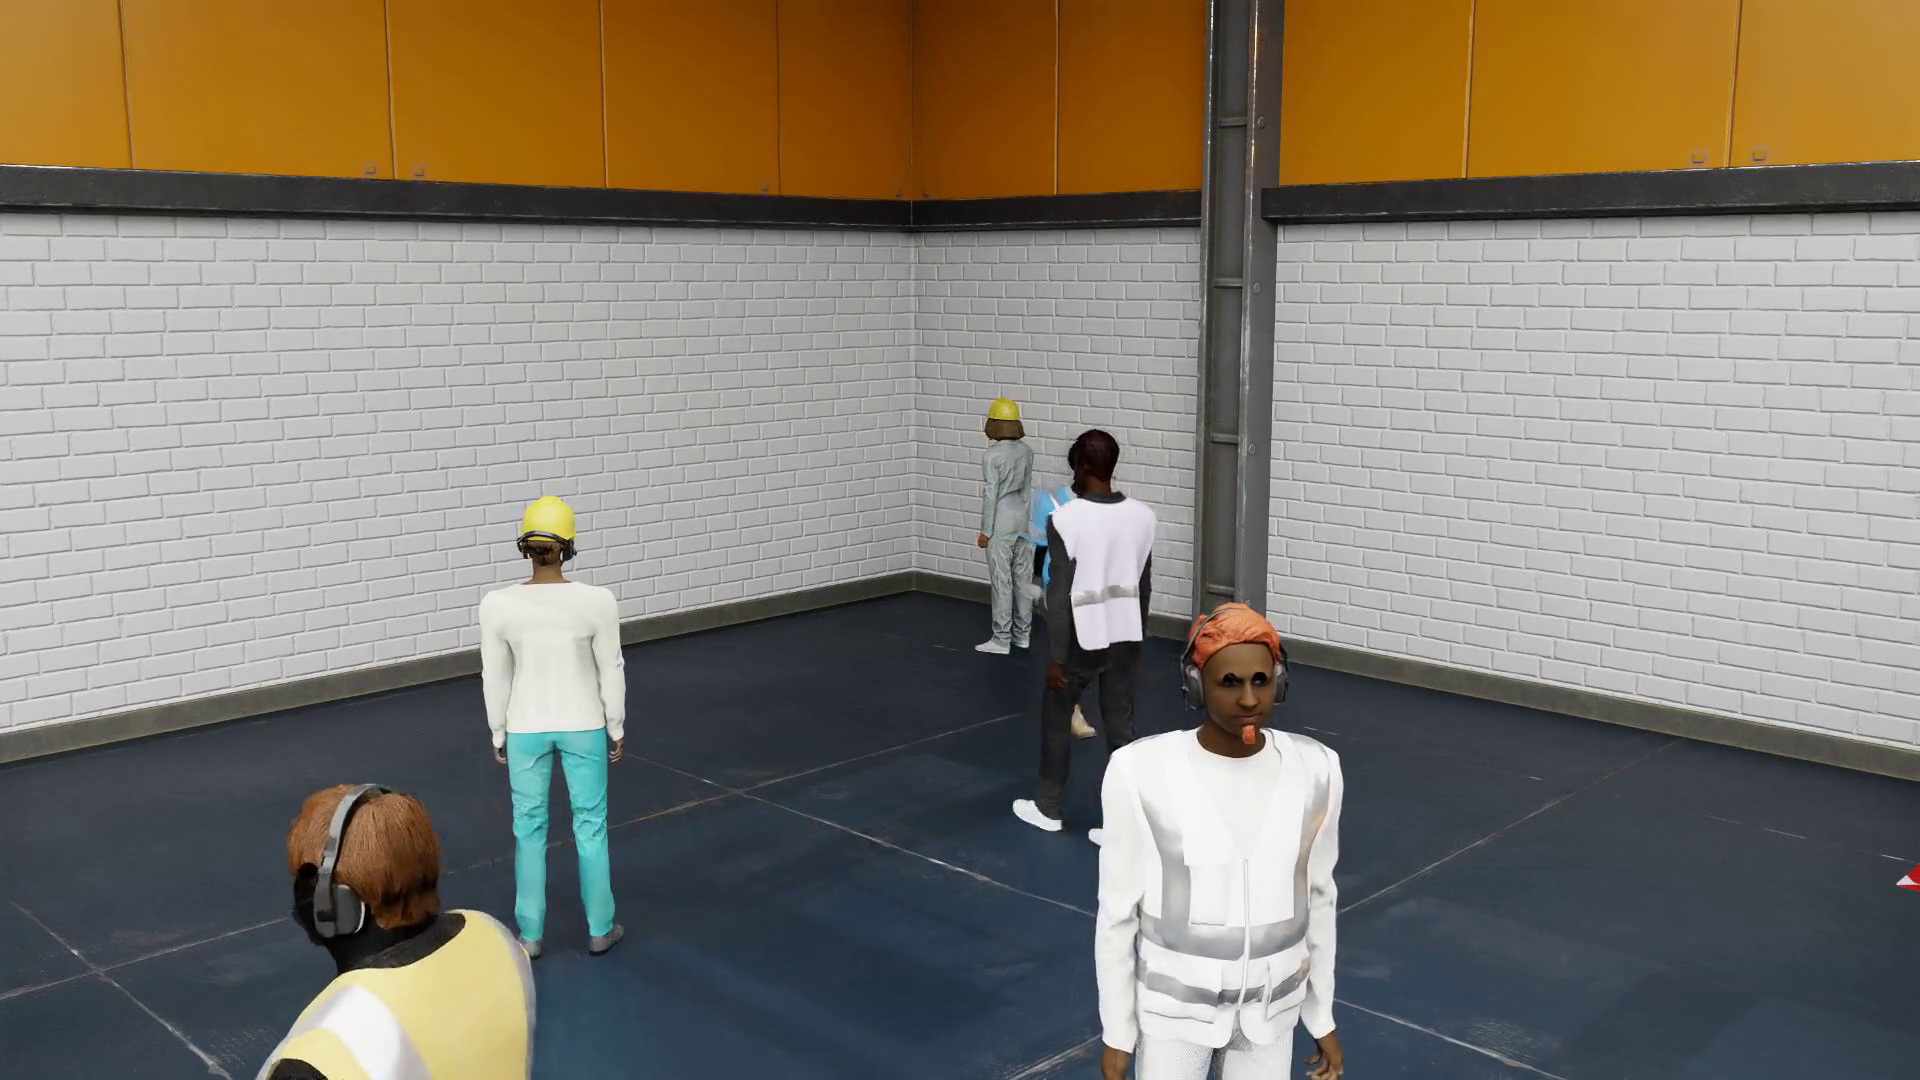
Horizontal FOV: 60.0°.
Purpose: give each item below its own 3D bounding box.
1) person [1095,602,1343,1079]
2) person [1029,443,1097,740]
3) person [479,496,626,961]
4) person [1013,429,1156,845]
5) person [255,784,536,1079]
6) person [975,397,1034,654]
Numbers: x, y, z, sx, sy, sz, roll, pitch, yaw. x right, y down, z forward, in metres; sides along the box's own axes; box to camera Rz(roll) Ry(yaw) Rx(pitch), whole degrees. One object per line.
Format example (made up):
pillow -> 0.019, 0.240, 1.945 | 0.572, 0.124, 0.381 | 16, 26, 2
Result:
person -> 0.581, 1.071, 3.731 | 0.572, 1.882, 0.354 | -2, 9, -12
person -> 0.704, 0.272, 9.278 | 0.544, 1.656, 0.797 | -5, 10, -27
person -> -1.523, 0.713, 6.280 | 0.525, 1.769, 0.308 | -1, 9, -7
person -> 0.553, 0.438, 7.572 | 0.630, 1.888, 0.840 | -6, 11, -31
person -> -0.901, 1.275, 2.789 | 0.978, 1.802, 0.631 | 3, 10, 16
person -> 0.300, -0.099, 11.328 | 0.294, 1.744, 0.486 | 8, 12, 39
